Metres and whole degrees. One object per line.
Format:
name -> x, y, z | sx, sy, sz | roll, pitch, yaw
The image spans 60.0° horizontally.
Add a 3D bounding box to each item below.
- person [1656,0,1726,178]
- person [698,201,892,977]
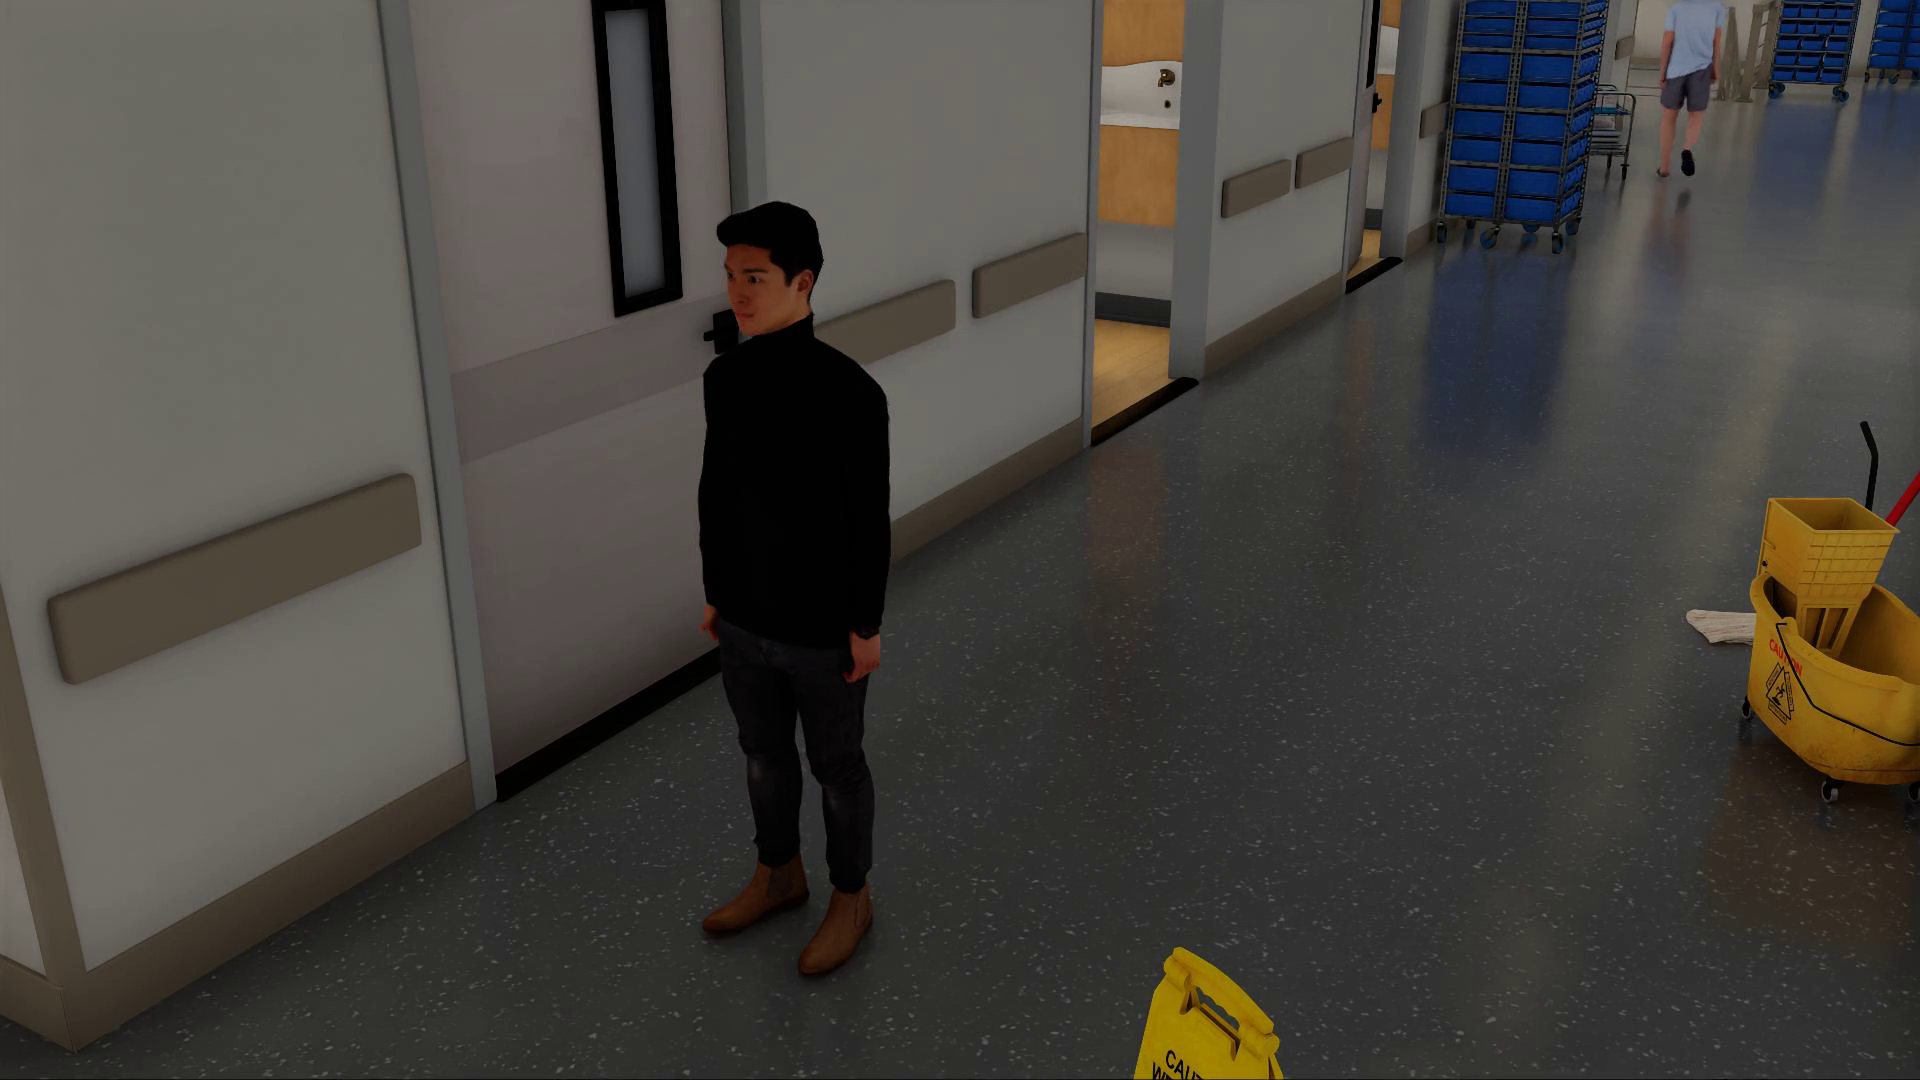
person -> 6.421, -4.093, 14.653 | 0.755, 1.814, 0.973 | 7, 22, 18
person -> -0.366, 0.122, 3.653 | 0.666, 1.723, 0.547 | 14, 25, 33
